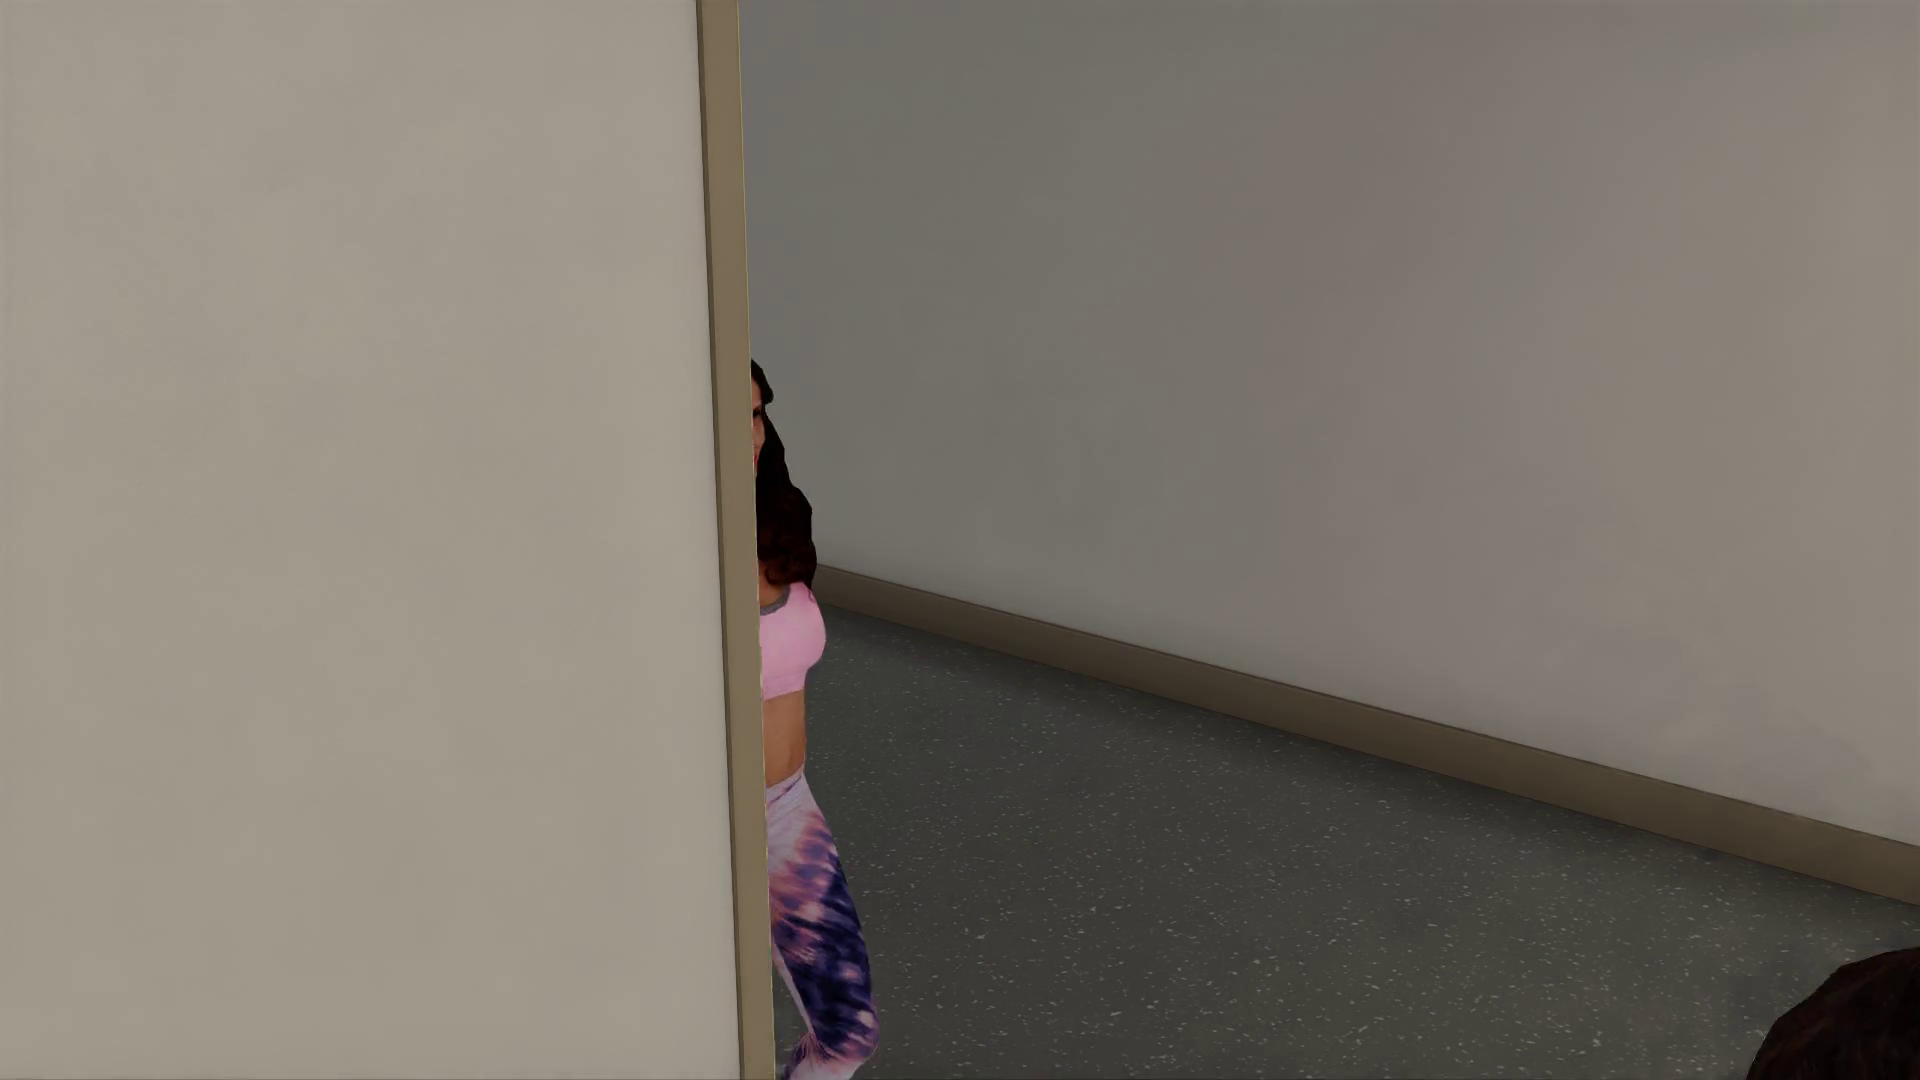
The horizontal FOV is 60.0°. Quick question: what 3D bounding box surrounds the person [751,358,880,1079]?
[{"bbox_3d":[-0.467,0.519,2.885,0.640,1.760,0.543,14,21,41],"label":"person"}]
